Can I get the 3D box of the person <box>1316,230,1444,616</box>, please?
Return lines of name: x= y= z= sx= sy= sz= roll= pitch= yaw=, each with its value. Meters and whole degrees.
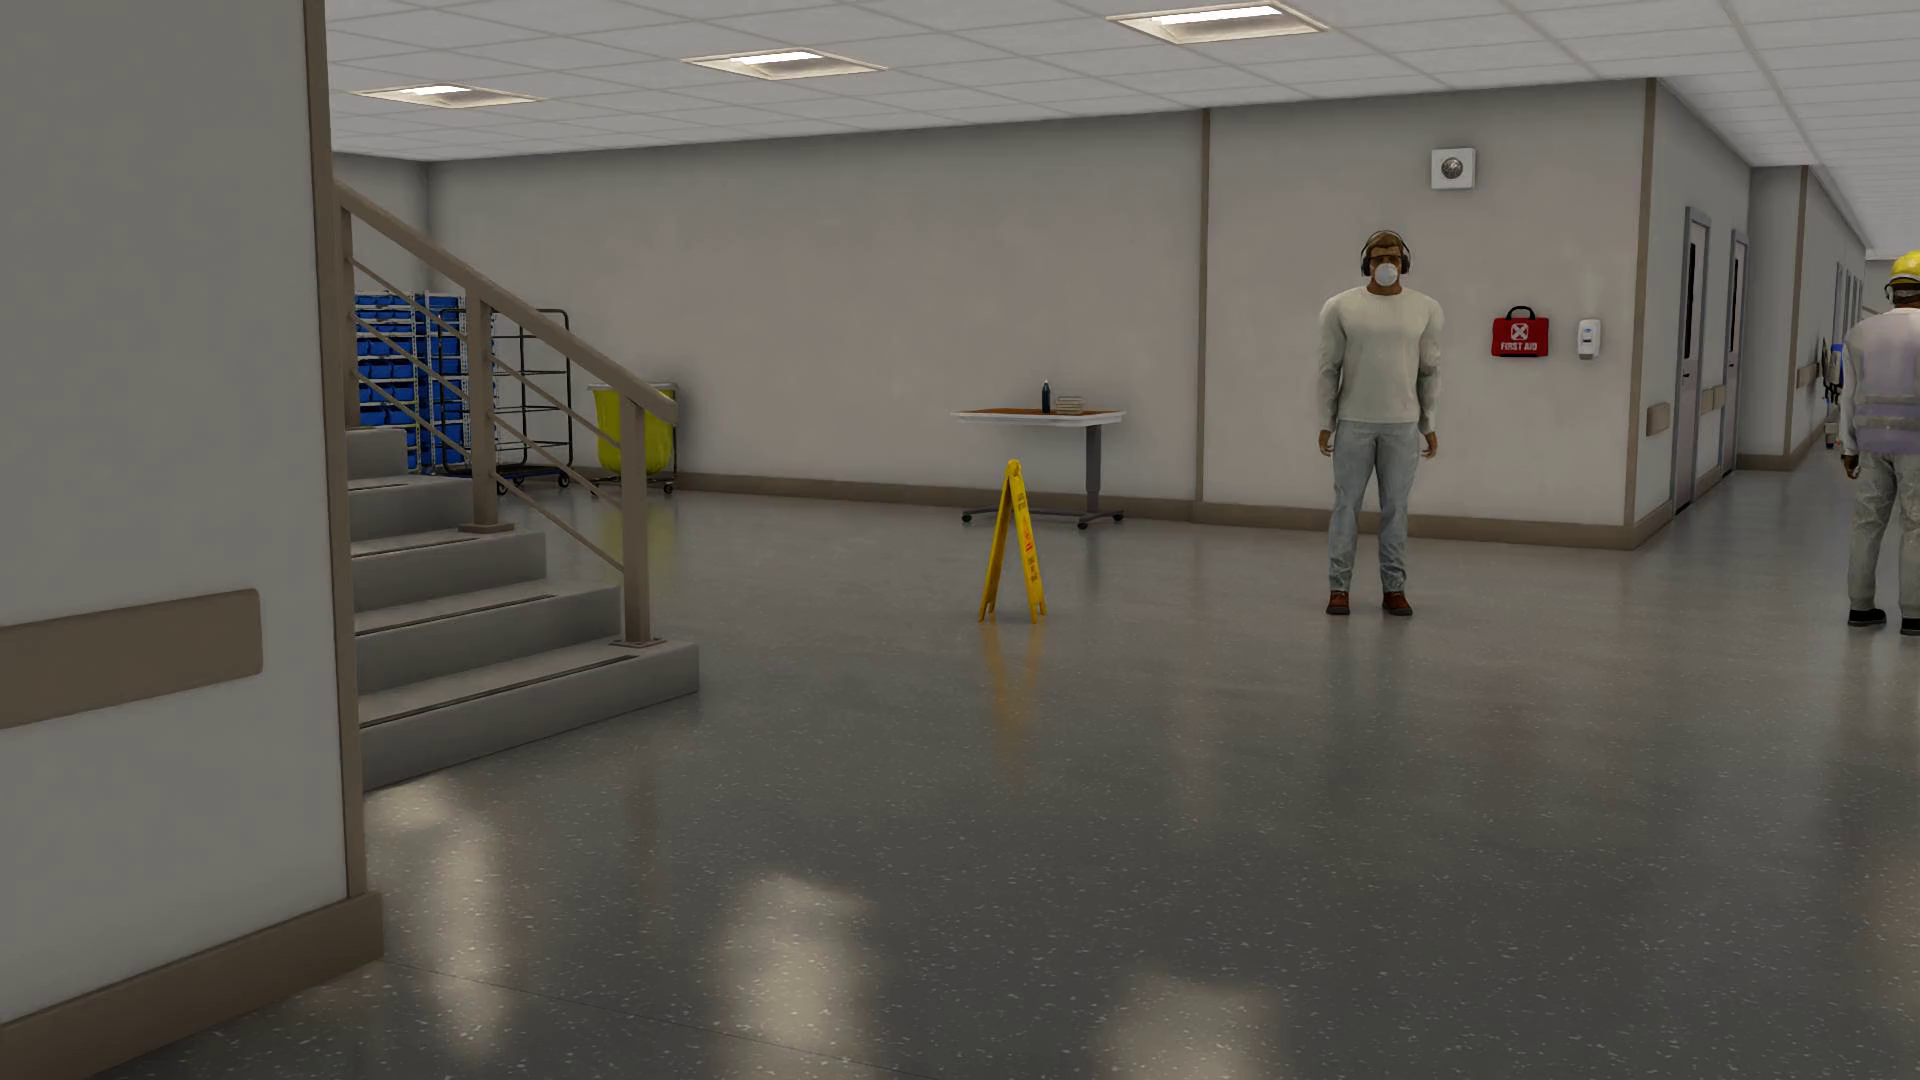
person: x=2.115 y=-0.581 z=8.411 sx=0.627 sy=1.940 sz=0.370 roll=1 pitch=7 yaw=5

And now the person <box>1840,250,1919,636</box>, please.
person: x=4.502 y=-0.459 z=7.934 sx=0.403 sy=1.824 sz=0.590 roll=-4 pitch=9 yaw=-31
